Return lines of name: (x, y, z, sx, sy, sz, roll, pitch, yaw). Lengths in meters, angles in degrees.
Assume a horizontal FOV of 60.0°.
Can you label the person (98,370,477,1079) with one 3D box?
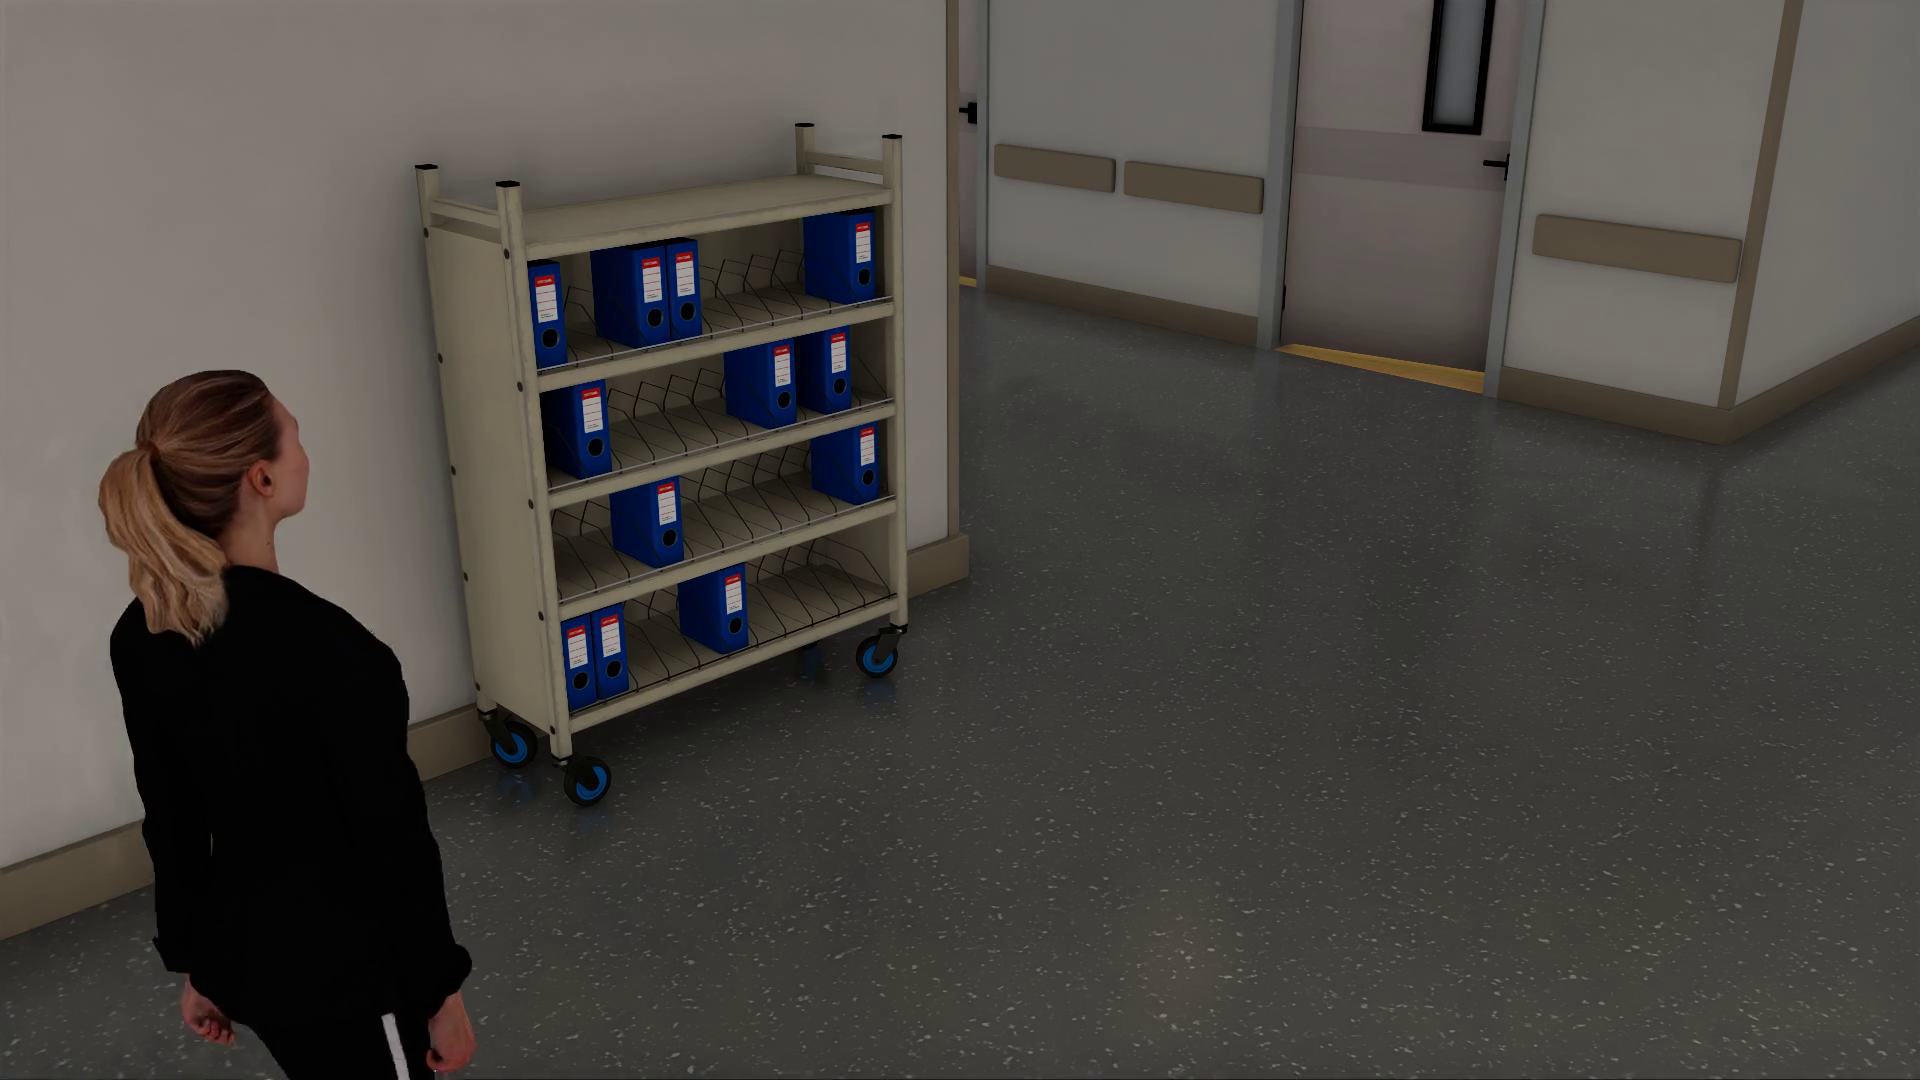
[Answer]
person: (-0.898, 0.636, 2.185, 0.788, 1.690, 1.024, 10, 23, 25)
